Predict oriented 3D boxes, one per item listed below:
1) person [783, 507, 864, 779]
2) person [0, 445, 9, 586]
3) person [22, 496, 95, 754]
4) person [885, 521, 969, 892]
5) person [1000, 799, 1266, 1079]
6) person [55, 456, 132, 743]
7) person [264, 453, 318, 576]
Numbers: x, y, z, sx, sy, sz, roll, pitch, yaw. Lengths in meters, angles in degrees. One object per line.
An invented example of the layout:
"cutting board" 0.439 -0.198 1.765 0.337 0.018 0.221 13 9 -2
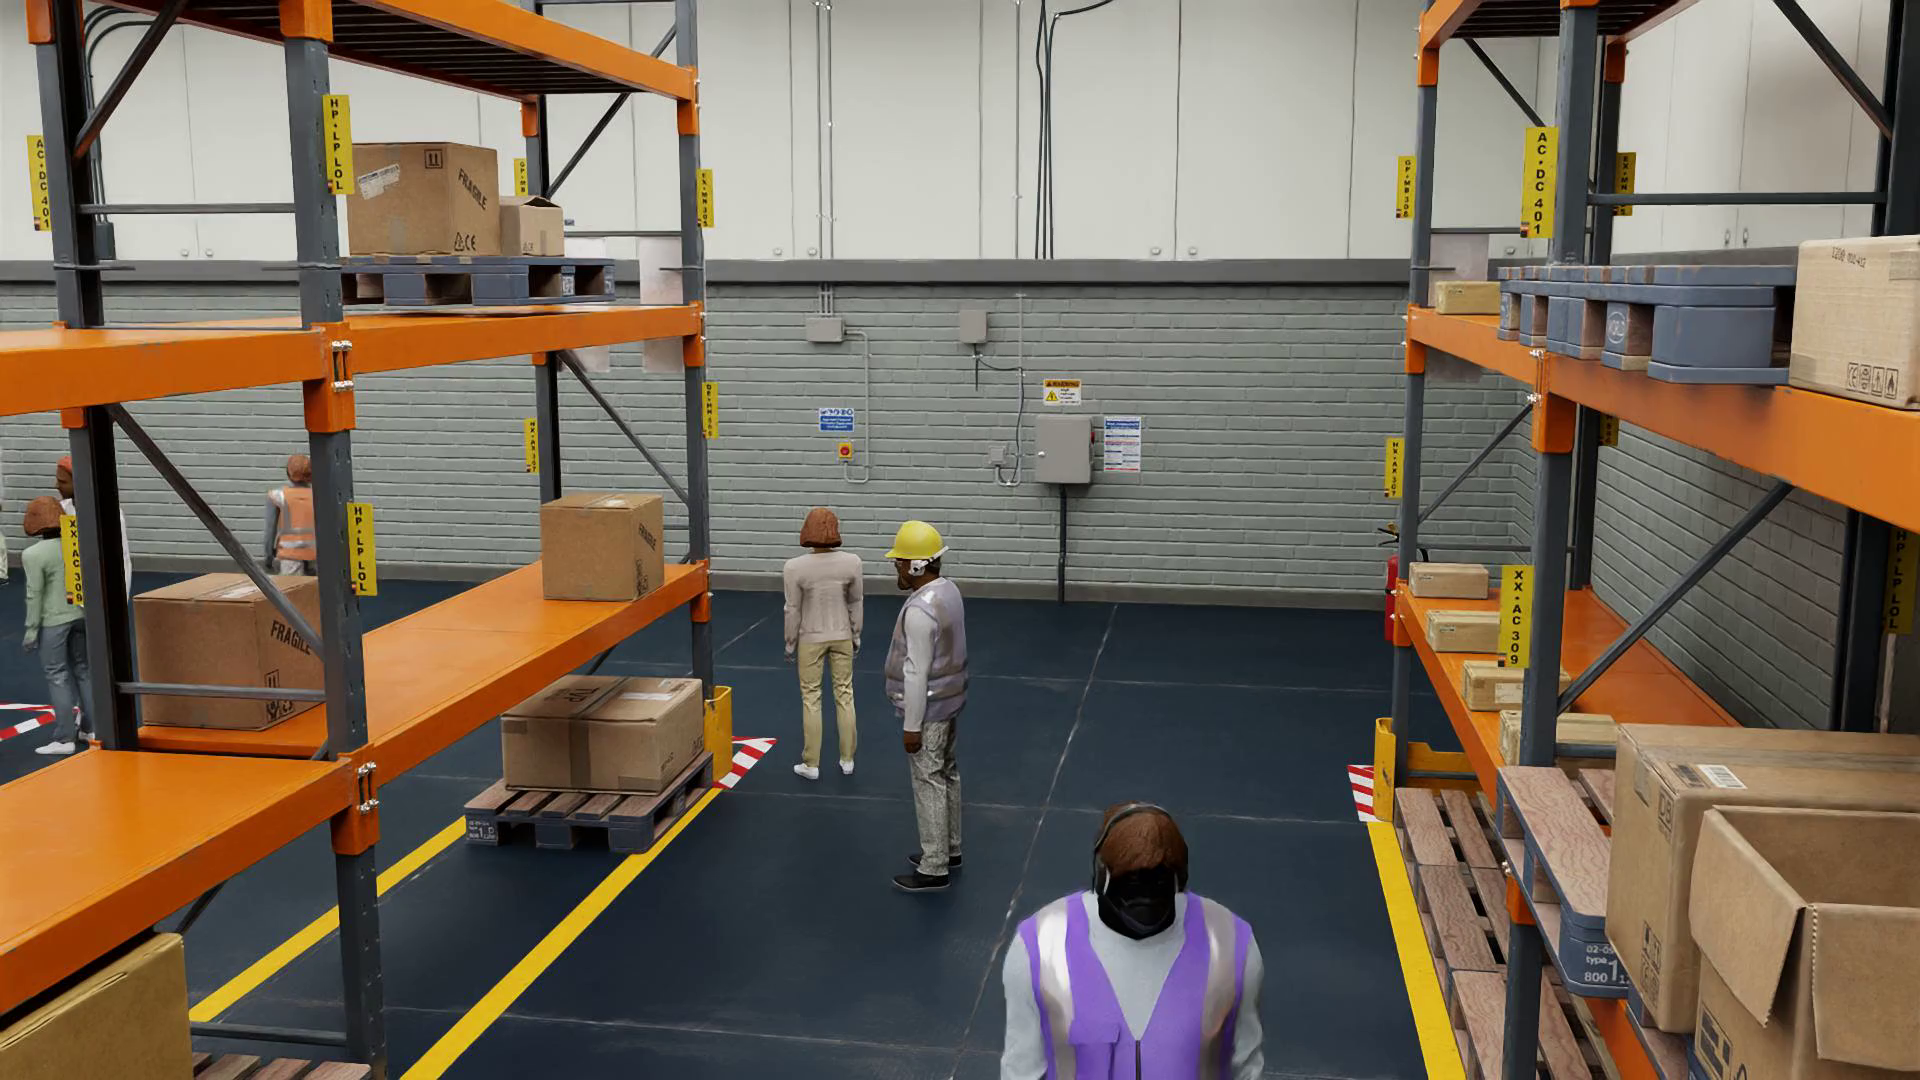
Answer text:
"person" -0.816 0.615 9.955 0.500 1.633 0.284 -4 10 -24
"person" -9.432 -0.412 15.962 0.575 1.741 0.355 3 10 19
"person" -5.670 0.532 10.469 0.270 1.632 0.504 2 9 13
"person" -0.168 0.809 8.190 0.404 1.824 0.591 2 9 13
"person" 0.401 1.500 3.892 0.636 1.838 0.479 1 9 4
"person" -5.535 0.388 10.589 0.574 1.884 0.360 3 10 20
"person" -5.122 0.133 12.984 0.520 1.615 0.699 -6 11 -34
